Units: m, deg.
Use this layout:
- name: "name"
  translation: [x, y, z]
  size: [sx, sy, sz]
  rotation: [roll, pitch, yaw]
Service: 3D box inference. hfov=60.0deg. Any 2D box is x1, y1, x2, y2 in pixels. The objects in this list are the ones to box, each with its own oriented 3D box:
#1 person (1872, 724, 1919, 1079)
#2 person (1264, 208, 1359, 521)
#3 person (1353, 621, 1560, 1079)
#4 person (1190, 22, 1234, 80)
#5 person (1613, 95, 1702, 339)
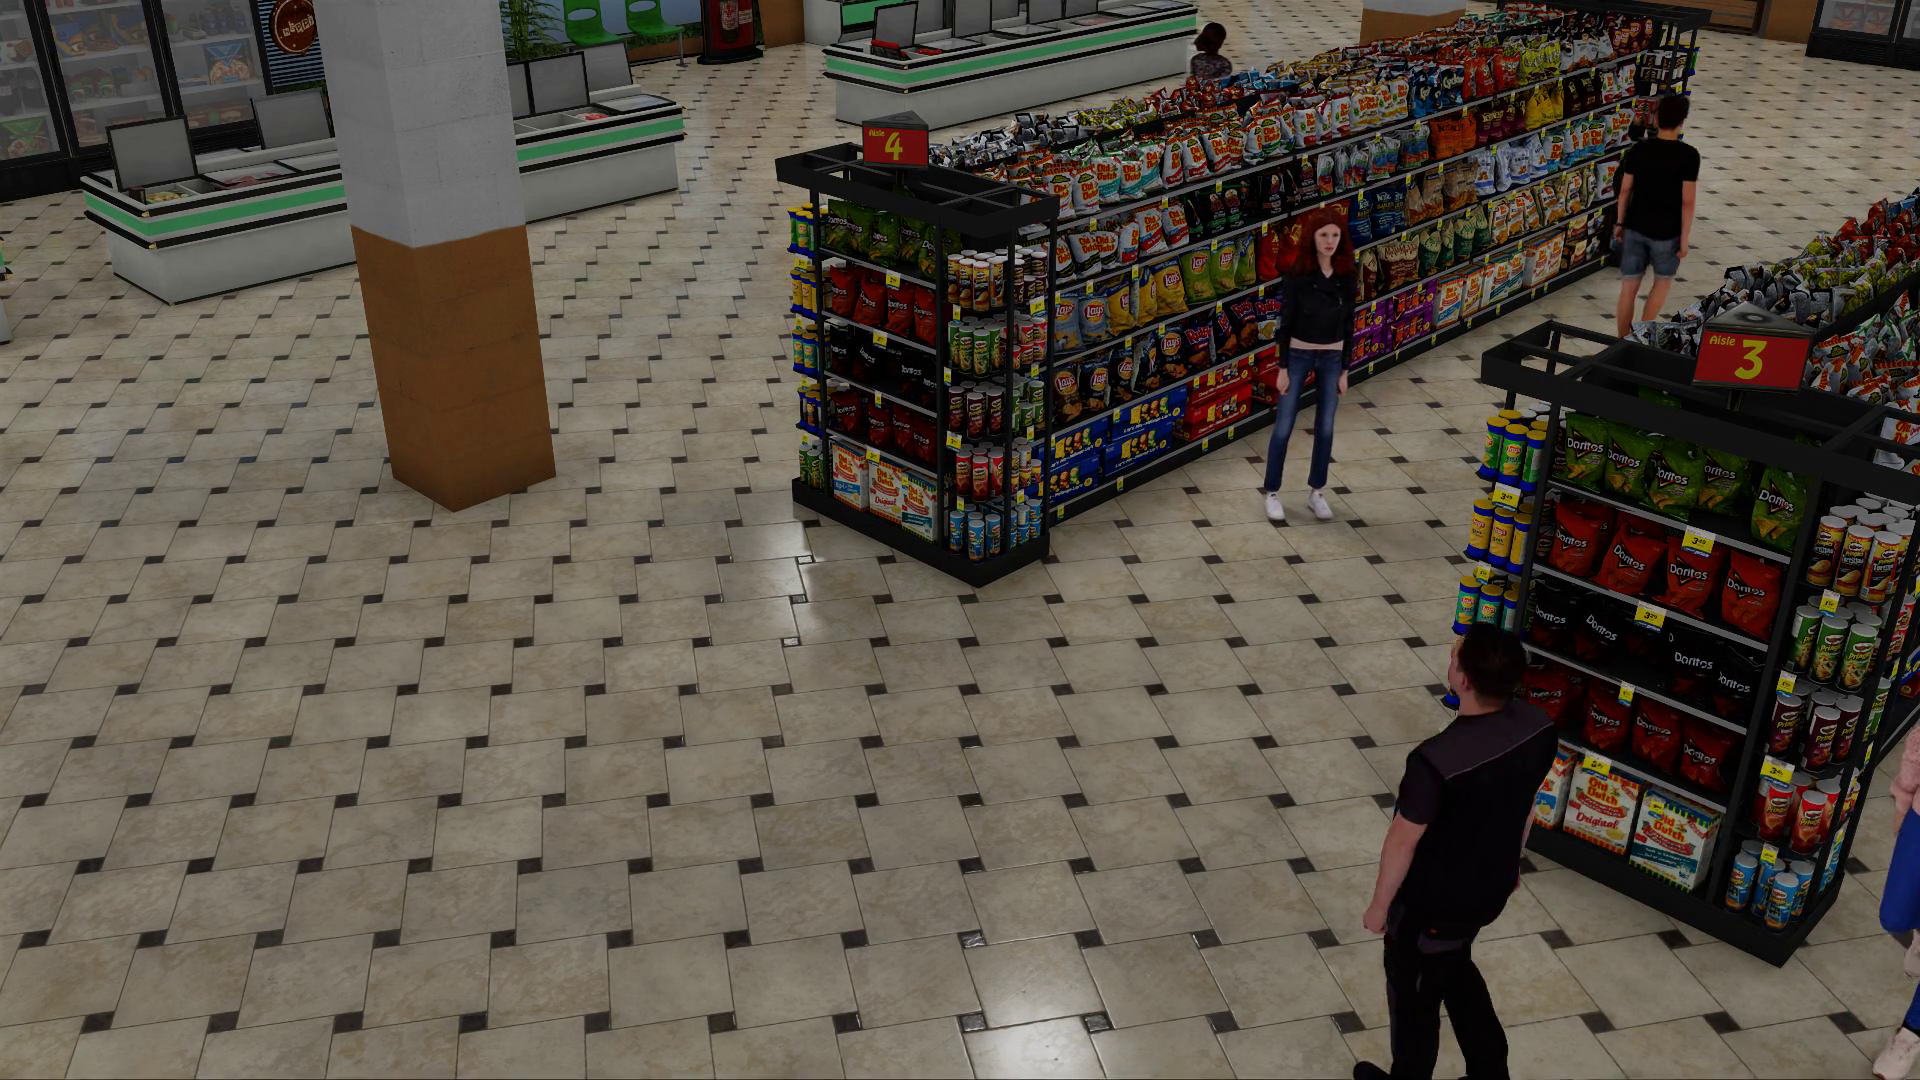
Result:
- name: "person"
  translation: [3.318, 0.947, 5.438]
  size: [0.911, 1.755, 0.680]
  rotation: [-22, 34, -36]
- name: "person"
  translation: [1.935, -0.949, 9.144]
  size: [0.632, 1.785, 0.699]
  rotation: [-1, 27, -2]
- name: "person"
  translation: [1.543, 1.110, 5.027]
  size: [0.757, 1.836, 0.849]
  rotation: [-16, 31, -28]
- name: "person"
  translation: [2.165, -3.637, 14.522]
  size: [0.543, 1.715, 0.547]
  rotation: [-24, 35, -39]
- name: "person"
  translation: [4.674, -2.078, 11.307]
  size: [0.711, 1.842, 0.631]
  rotation: [19, 33, 33]
